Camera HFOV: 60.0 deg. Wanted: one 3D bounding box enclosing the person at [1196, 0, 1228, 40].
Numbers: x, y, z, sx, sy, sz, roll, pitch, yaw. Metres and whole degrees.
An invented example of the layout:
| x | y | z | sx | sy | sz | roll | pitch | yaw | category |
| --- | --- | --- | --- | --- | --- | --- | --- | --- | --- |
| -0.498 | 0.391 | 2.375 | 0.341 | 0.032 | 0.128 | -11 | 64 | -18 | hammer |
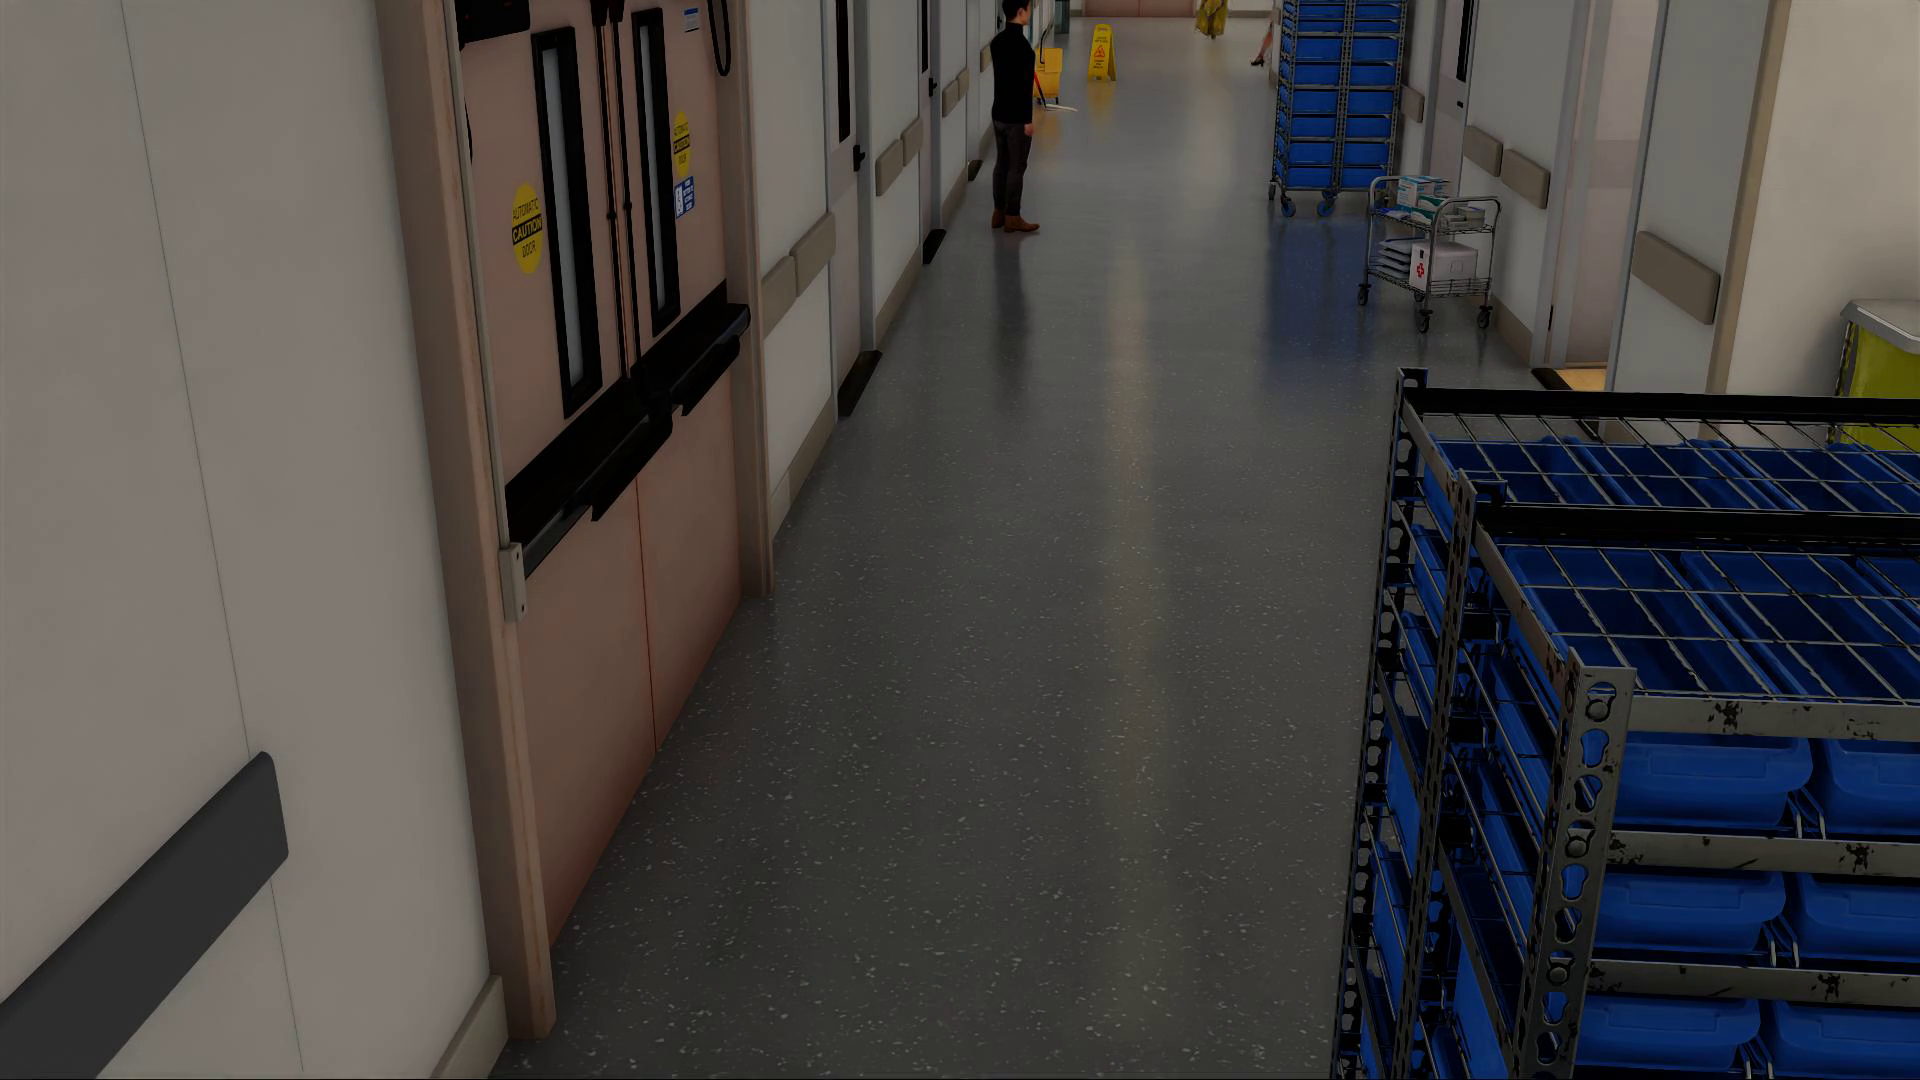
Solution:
| x | y | z | sx | sy | sz | roll | pitch | yaw | category |
| --- | --- | --- | --- | --- | --- | --- | --- | --- | --- |
| 4.662 | -9.915 | 30.249 | 0.843 | 1.607 | 1.237 | 3 | 21 | 9 | person |

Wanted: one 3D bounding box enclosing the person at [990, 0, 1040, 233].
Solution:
| x | y | z | sx | sy | sz | roll | pitch | yaw | category |
| --- | --- | --- | --- | --- | --- | --- | --- | --- | --- |
| 0.385 | -3.151 | 12.228 | 0.782 | 1.722 | 0.656 | -9 | 23 | -23 | person |
